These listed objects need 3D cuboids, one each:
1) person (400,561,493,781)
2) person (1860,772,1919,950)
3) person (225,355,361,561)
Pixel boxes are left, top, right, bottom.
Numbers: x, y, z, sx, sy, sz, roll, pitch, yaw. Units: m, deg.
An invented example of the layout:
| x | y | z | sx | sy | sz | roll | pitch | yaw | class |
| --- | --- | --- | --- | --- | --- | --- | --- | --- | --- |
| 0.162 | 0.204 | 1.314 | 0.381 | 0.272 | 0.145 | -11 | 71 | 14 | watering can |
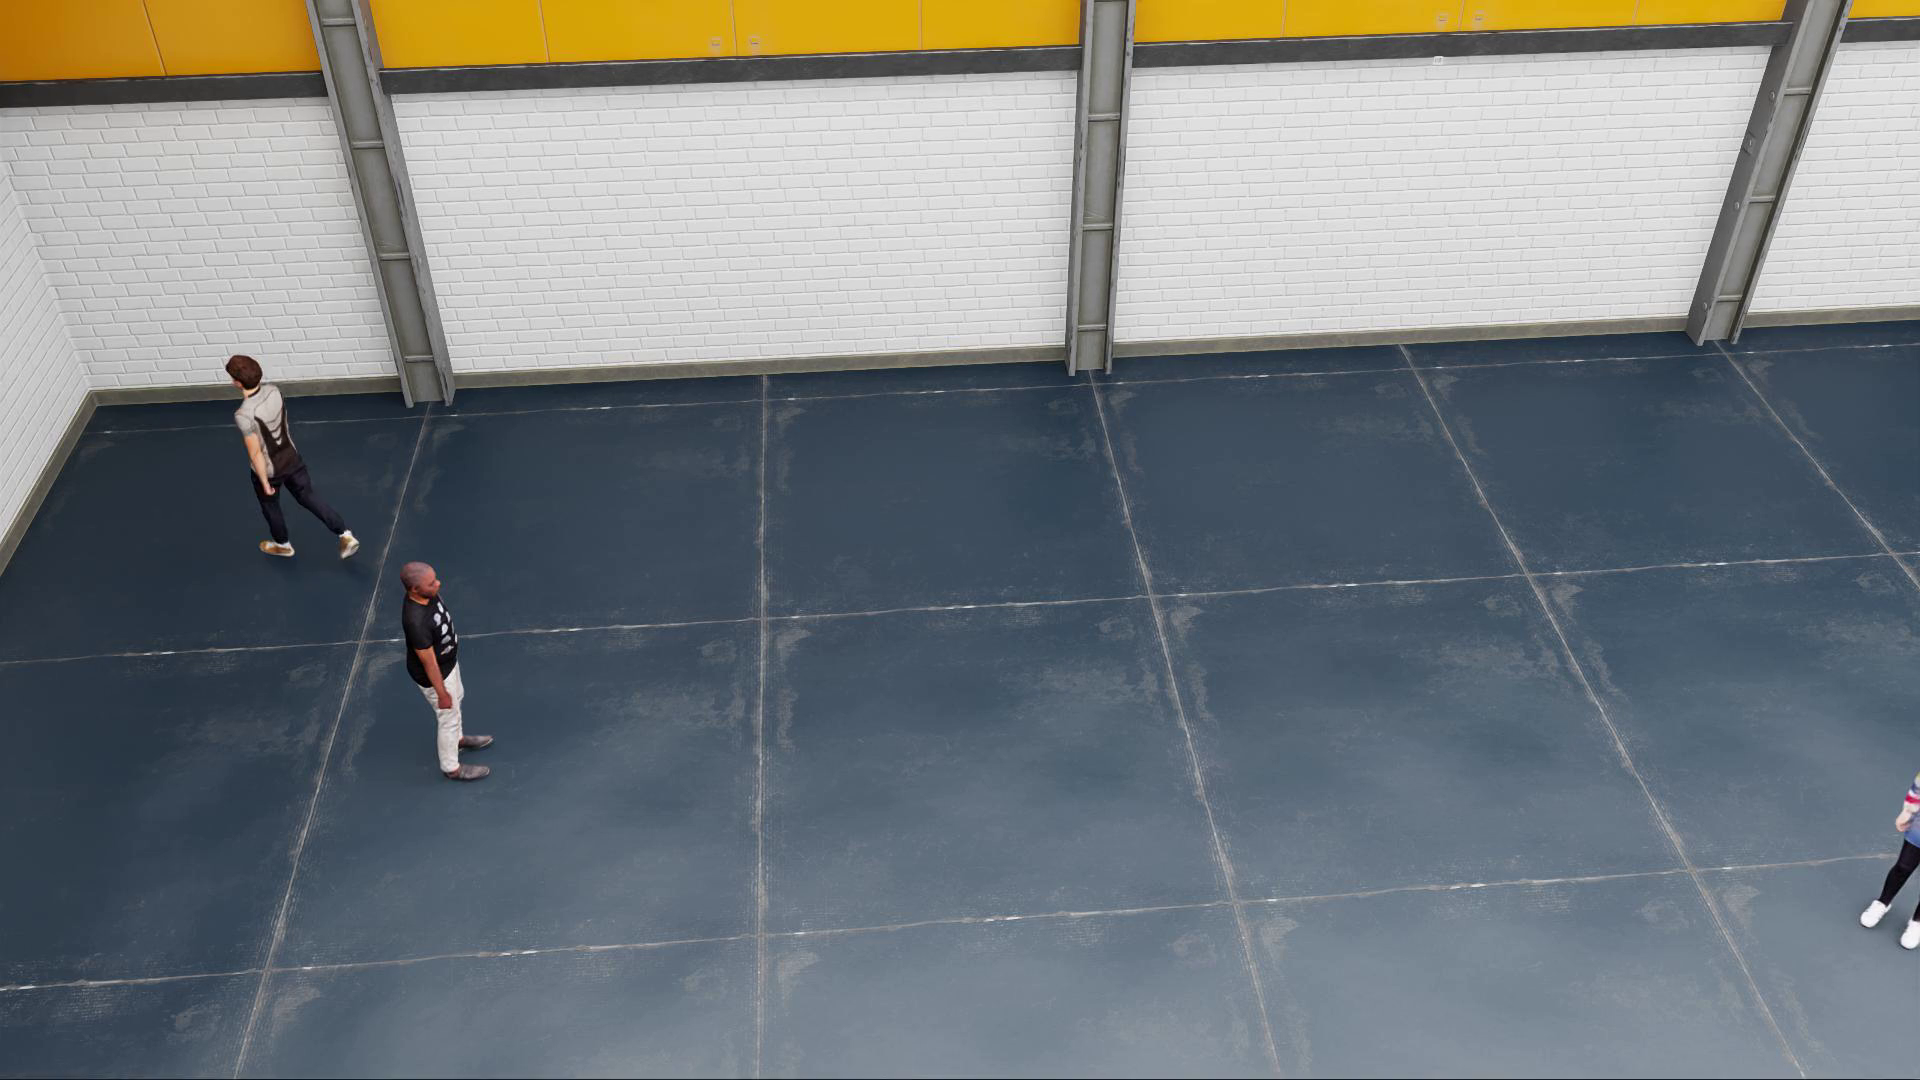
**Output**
| x | y | z | sx | sy | sz | roll | pitch | yaw | class |
| --- | --- | --- | --- | --- | --- | --- | --- | --- | --- |
| -3.450 | 0.846 | 10.938 | 0.618 | 1.798 | 0.681 | -7 | 39 | -9 | person |
| 5.838 | 1.700 | 9.861 | 0.734 | 1.808 | 0.710 | -30 | 47 | -32 | person |
| -5.120 | -0.576 | 12.663 | 1.241 | 1.867 | 1.016 | 15 | 41 | 18 | person |
